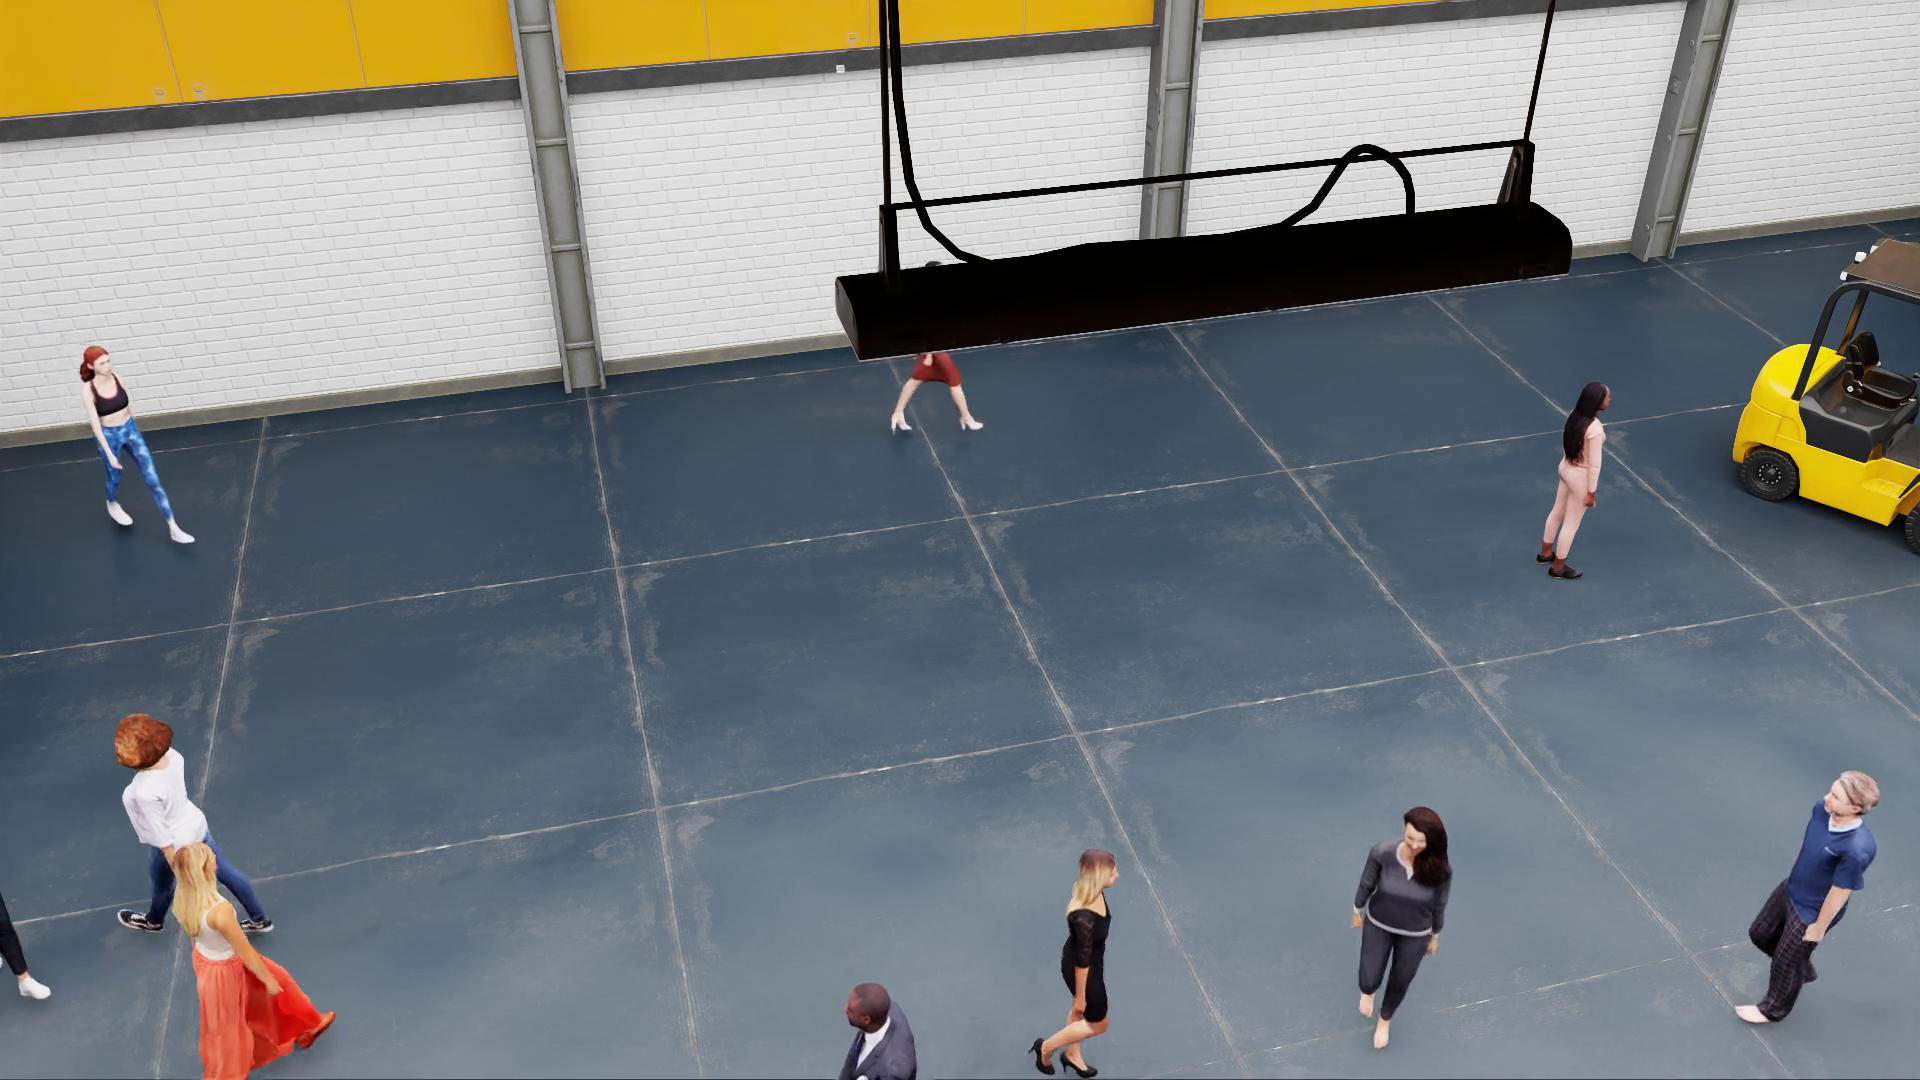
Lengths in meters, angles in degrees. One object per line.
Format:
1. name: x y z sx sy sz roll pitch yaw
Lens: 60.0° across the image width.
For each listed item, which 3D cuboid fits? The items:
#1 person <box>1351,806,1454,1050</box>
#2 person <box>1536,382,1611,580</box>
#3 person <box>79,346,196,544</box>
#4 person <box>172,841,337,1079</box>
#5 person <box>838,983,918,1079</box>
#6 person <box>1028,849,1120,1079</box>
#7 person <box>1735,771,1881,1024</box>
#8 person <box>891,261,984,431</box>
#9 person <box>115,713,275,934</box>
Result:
1. person: 2.460 2.096 9.341 0.766 1.758 0.840 9 35 13
2. person: 4.908 -0.482 13.253 0.574 1.722 0.641 -4 34 -6
3. person: -6.967 -0.776 13.683 1.170 1.735 1.172 20 39 27
4. person: -4.027 2.391 8.888 1.032 1.769 1.212 29 43 36
5. person: -0.259 2.843 8.209 1.291 1.767 0.846 -4 34 -5
6. person: 0.590 2.334 9.072 0.777 1.660 0.710 8 34 12
7. person: 4.866 2.040 9.333 0.779 1.860 0.748 0 34 0
8. person: -0.326 -1.707 15.113 1.125 1.702 0.742 -2 34 -4
9. person: -4.557 1.772 9.914 1.250 1.663 0.949 4 34 6
